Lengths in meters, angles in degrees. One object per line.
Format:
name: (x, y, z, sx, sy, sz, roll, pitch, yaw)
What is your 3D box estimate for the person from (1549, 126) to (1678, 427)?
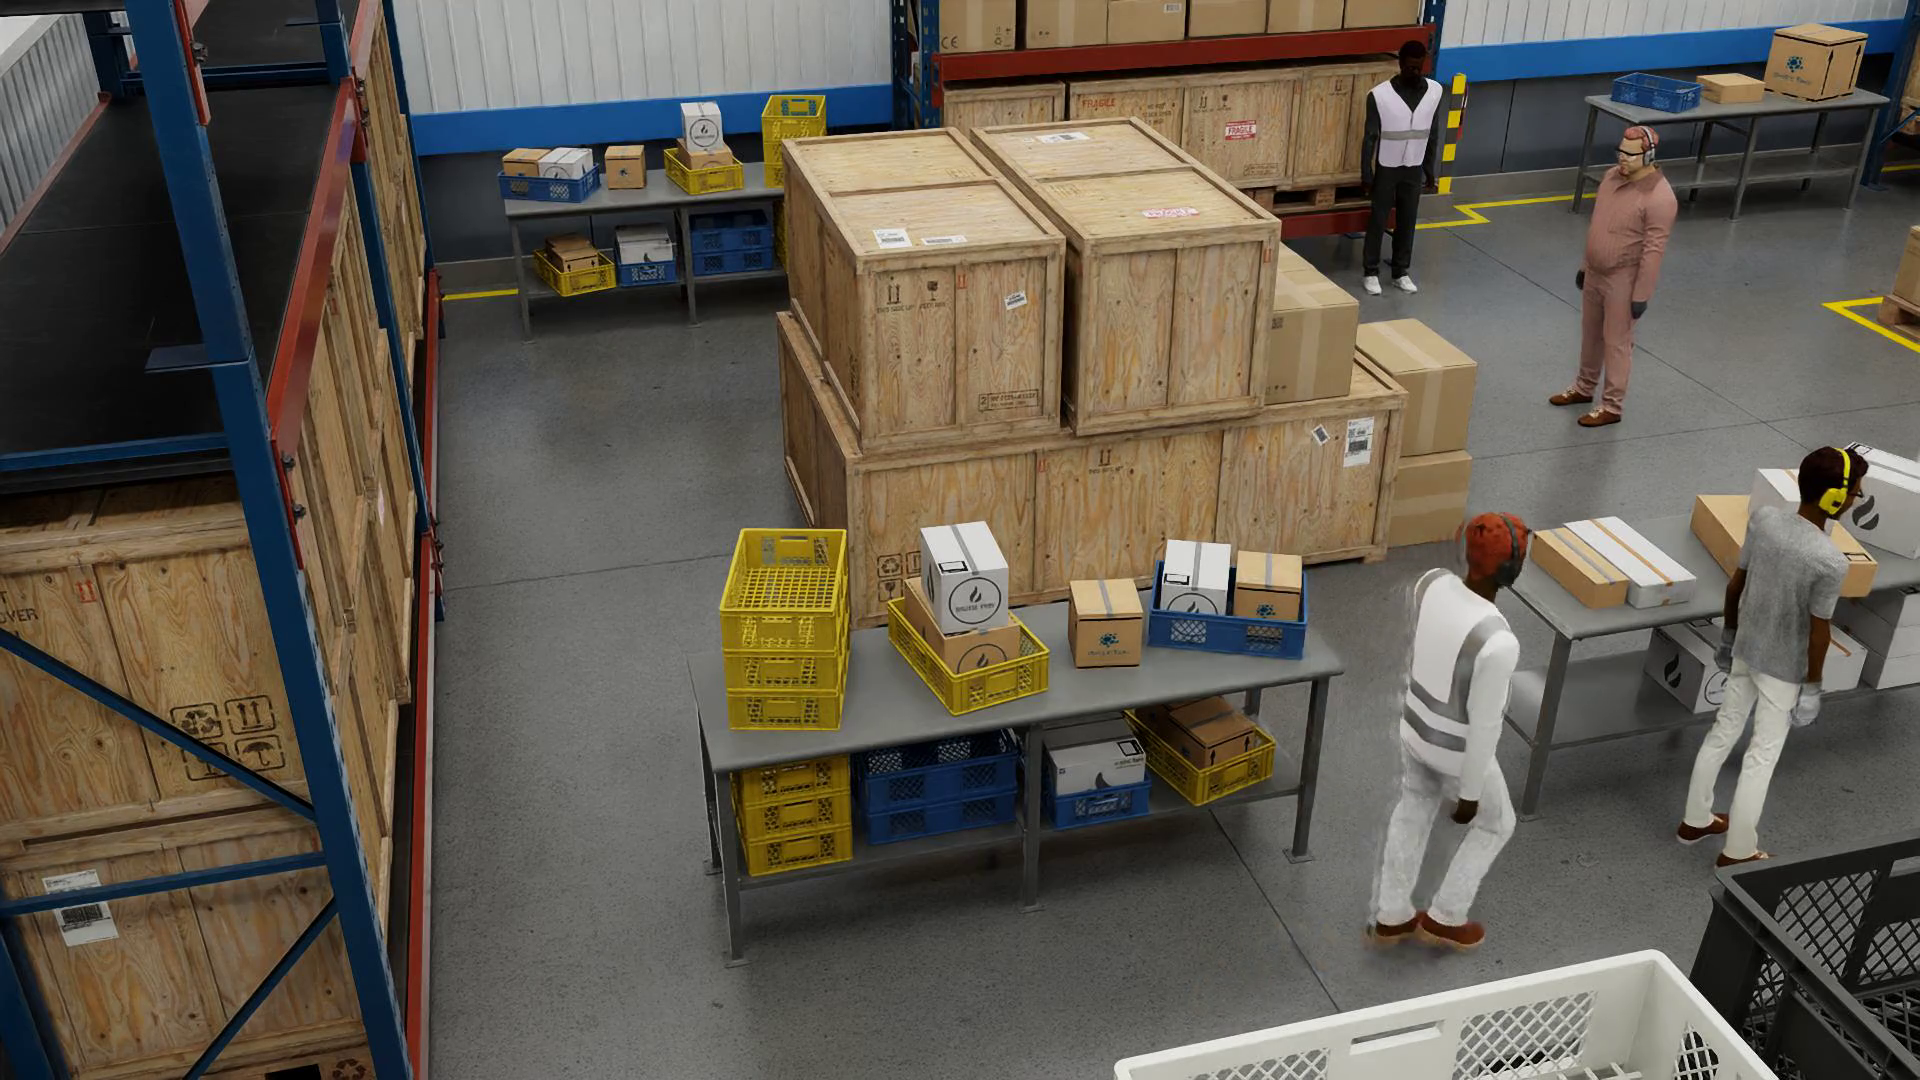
person: (4.090, -1.646, 10.407, 0.401, 1.900, 0.647, -7, 30, -12)

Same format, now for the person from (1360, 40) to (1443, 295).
person: (3.274, -2.786, 12.468, 0.594, 1.907, 0.415, -7, 30, -12)

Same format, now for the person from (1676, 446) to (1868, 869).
person: (3.207, 0.484, 6.572, 0.334, 1.865, 0.521, -8, 30, -14)

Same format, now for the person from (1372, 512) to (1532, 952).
person: (1.851, 0.728, 6.120, 0.561, 1.863, 0.582, -10, 31, -18)
